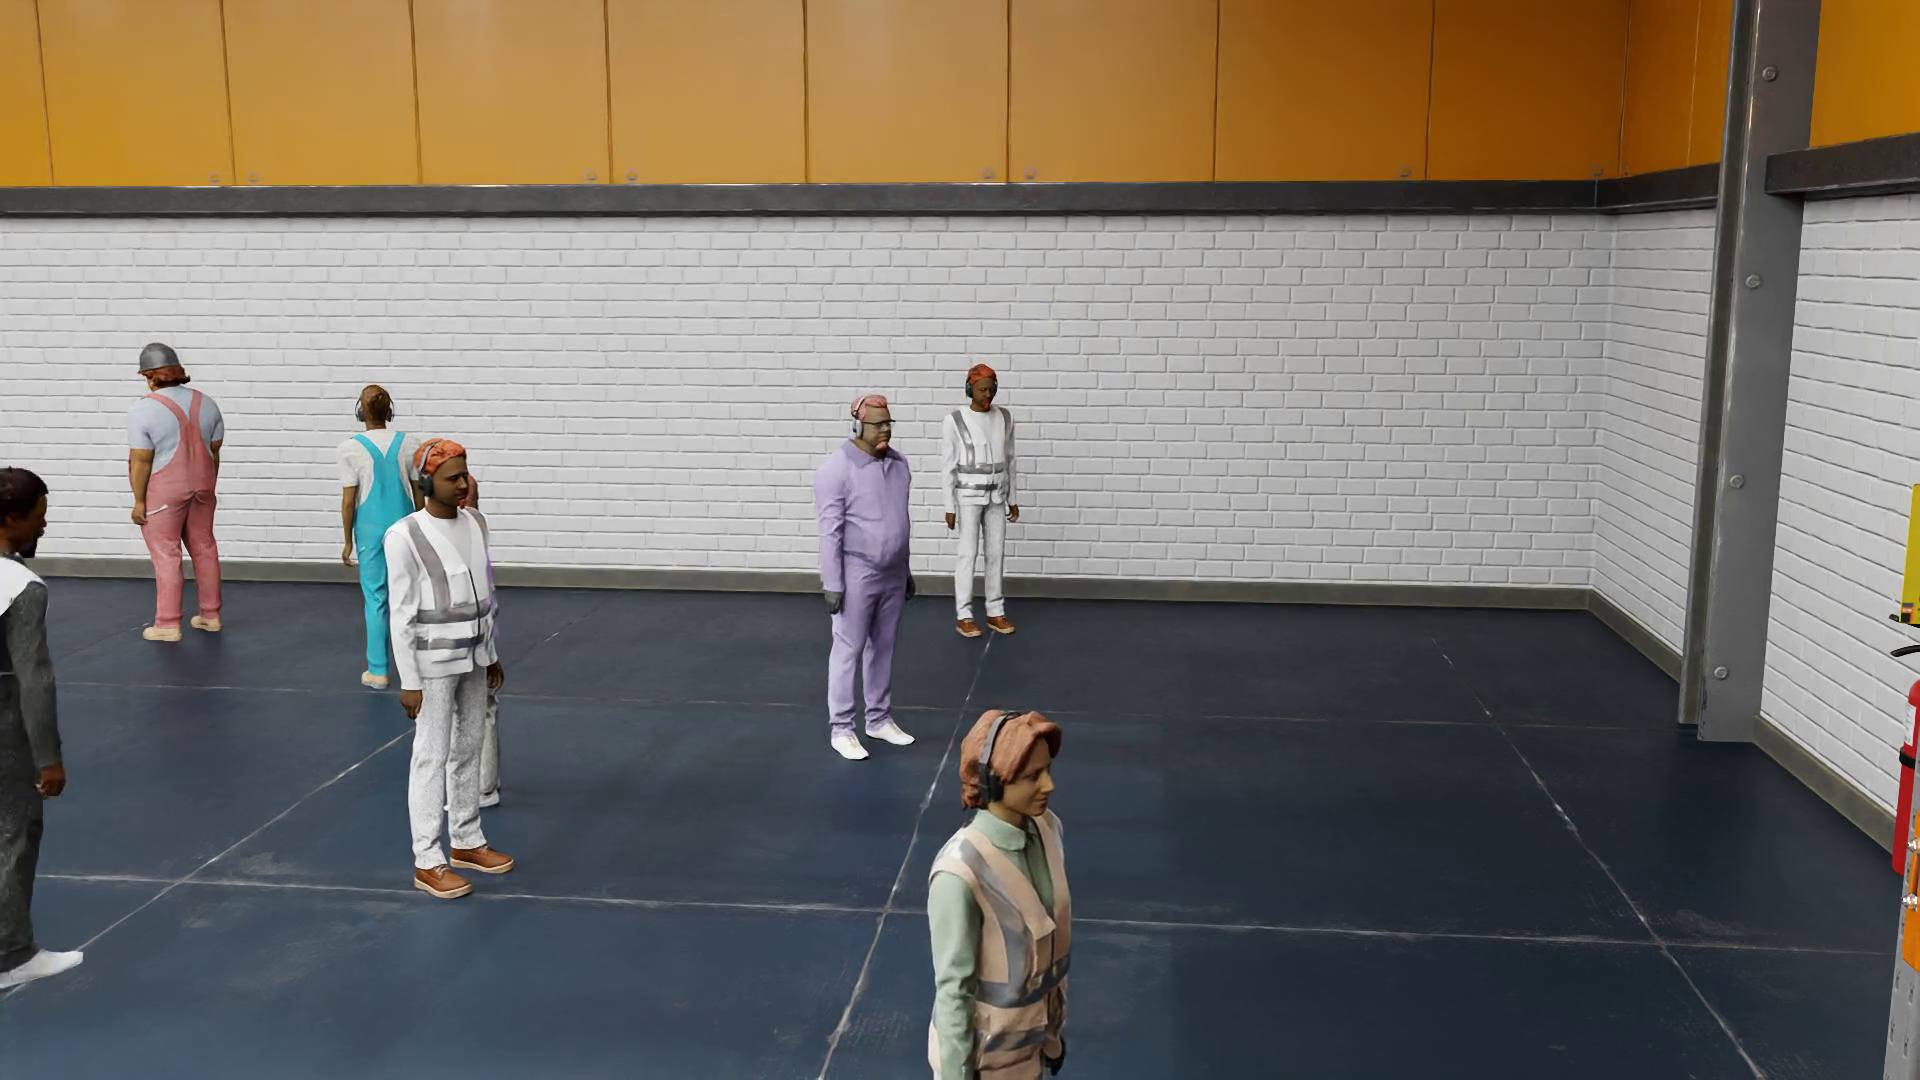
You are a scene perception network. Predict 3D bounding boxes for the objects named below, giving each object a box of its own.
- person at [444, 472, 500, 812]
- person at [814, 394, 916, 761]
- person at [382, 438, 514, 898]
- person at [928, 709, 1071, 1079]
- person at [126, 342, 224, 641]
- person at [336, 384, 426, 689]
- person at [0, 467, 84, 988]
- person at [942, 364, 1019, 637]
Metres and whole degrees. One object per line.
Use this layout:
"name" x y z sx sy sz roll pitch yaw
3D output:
"person" -2.343 0.467 7.885 0.315 1.640 0.515 -2 10 -9
"person" -0.459 0.185 8.740 0.403 1.906 0.652 8 13 40
"person" -2.113 0.517 6.899 0.341 1.882 0.587 4 11 22
"person" 0.091 1.180 3.801 0.315 1.640 0.515 5 11 28
"person" -5.399 -0.339 11.355 0.538 2.000 0.681 5 11 27
"person" -3.492 -0.020 10.085 0.507 1.847 0.351 -7 12 -33
"person" -3.436 0.690 5.874 0.621 1.897 0.500 7 12 34
"person" 0.141 -0.271 11.440 0.586 1.879 0.357 -6 12 -32
